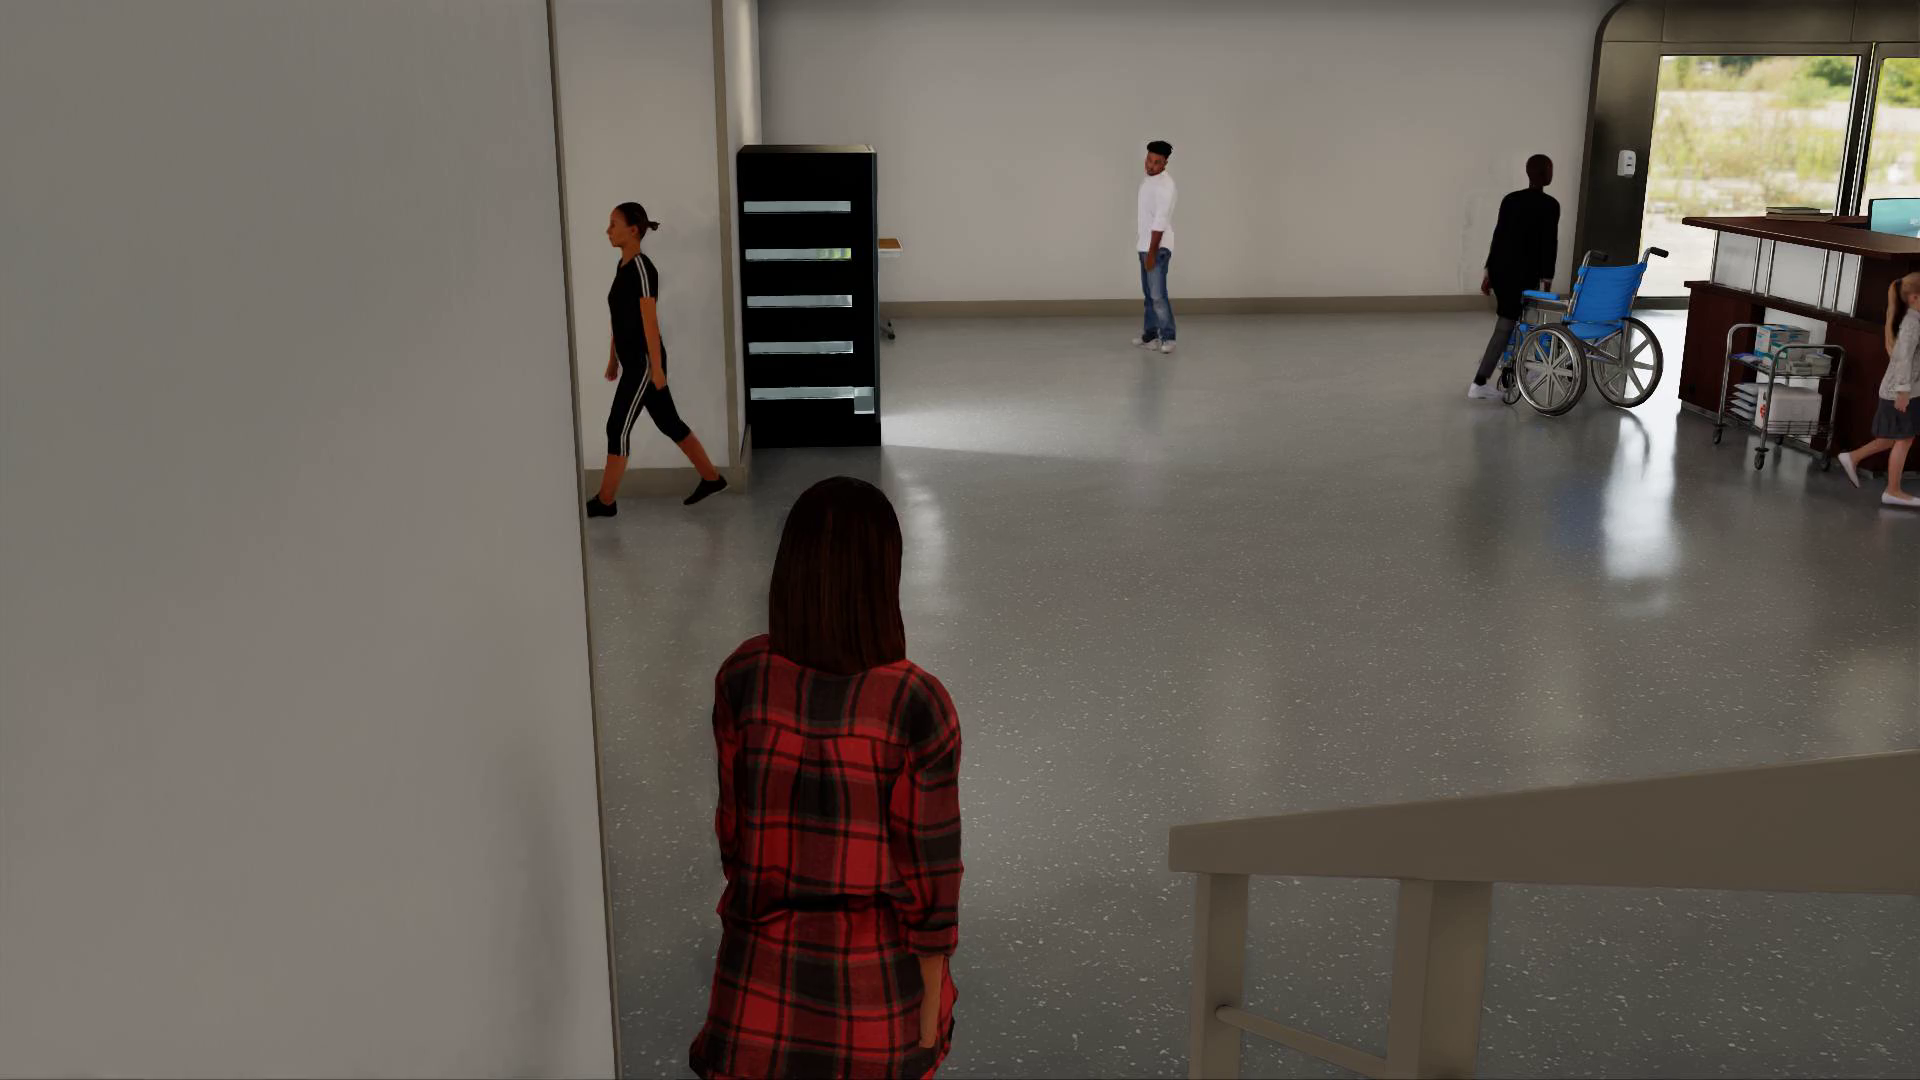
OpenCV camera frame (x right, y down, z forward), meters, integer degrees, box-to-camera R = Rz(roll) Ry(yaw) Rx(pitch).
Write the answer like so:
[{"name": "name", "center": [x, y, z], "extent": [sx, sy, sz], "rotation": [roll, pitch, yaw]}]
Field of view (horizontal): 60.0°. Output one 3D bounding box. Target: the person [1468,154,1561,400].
[{"name": "person", "center": [3.893, -1.834, 11.867], "extent": [1.001, 1.699, 1.152], "rotation": [-8, 18, -27]}]

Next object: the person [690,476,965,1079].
[{"name": "person", "center": [-0.249, 0.755, 2.722], "extent": [0.828, 1.679, 1.102], "rotation": [4, 16, 14]}]

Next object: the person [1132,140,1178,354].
[{"name": "person", "center": [1.647, -2.476, 14.028], "extent": [0.884, 1.763, 0.500], "rotation": [2, 16, 8]}]

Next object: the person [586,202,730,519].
[{"name": "person", "center": [-1.584, -0.920, 8.755], "extent": [0.858, 1.628, 1.113], "rotation": [-6, 17, -20]}]

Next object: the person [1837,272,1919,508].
[{"name": "person", "center": [5.095, -0.825, 9.075], "extent": [0.790, 1.266, 0.733], "rotation": [13, 20, 38]}]
